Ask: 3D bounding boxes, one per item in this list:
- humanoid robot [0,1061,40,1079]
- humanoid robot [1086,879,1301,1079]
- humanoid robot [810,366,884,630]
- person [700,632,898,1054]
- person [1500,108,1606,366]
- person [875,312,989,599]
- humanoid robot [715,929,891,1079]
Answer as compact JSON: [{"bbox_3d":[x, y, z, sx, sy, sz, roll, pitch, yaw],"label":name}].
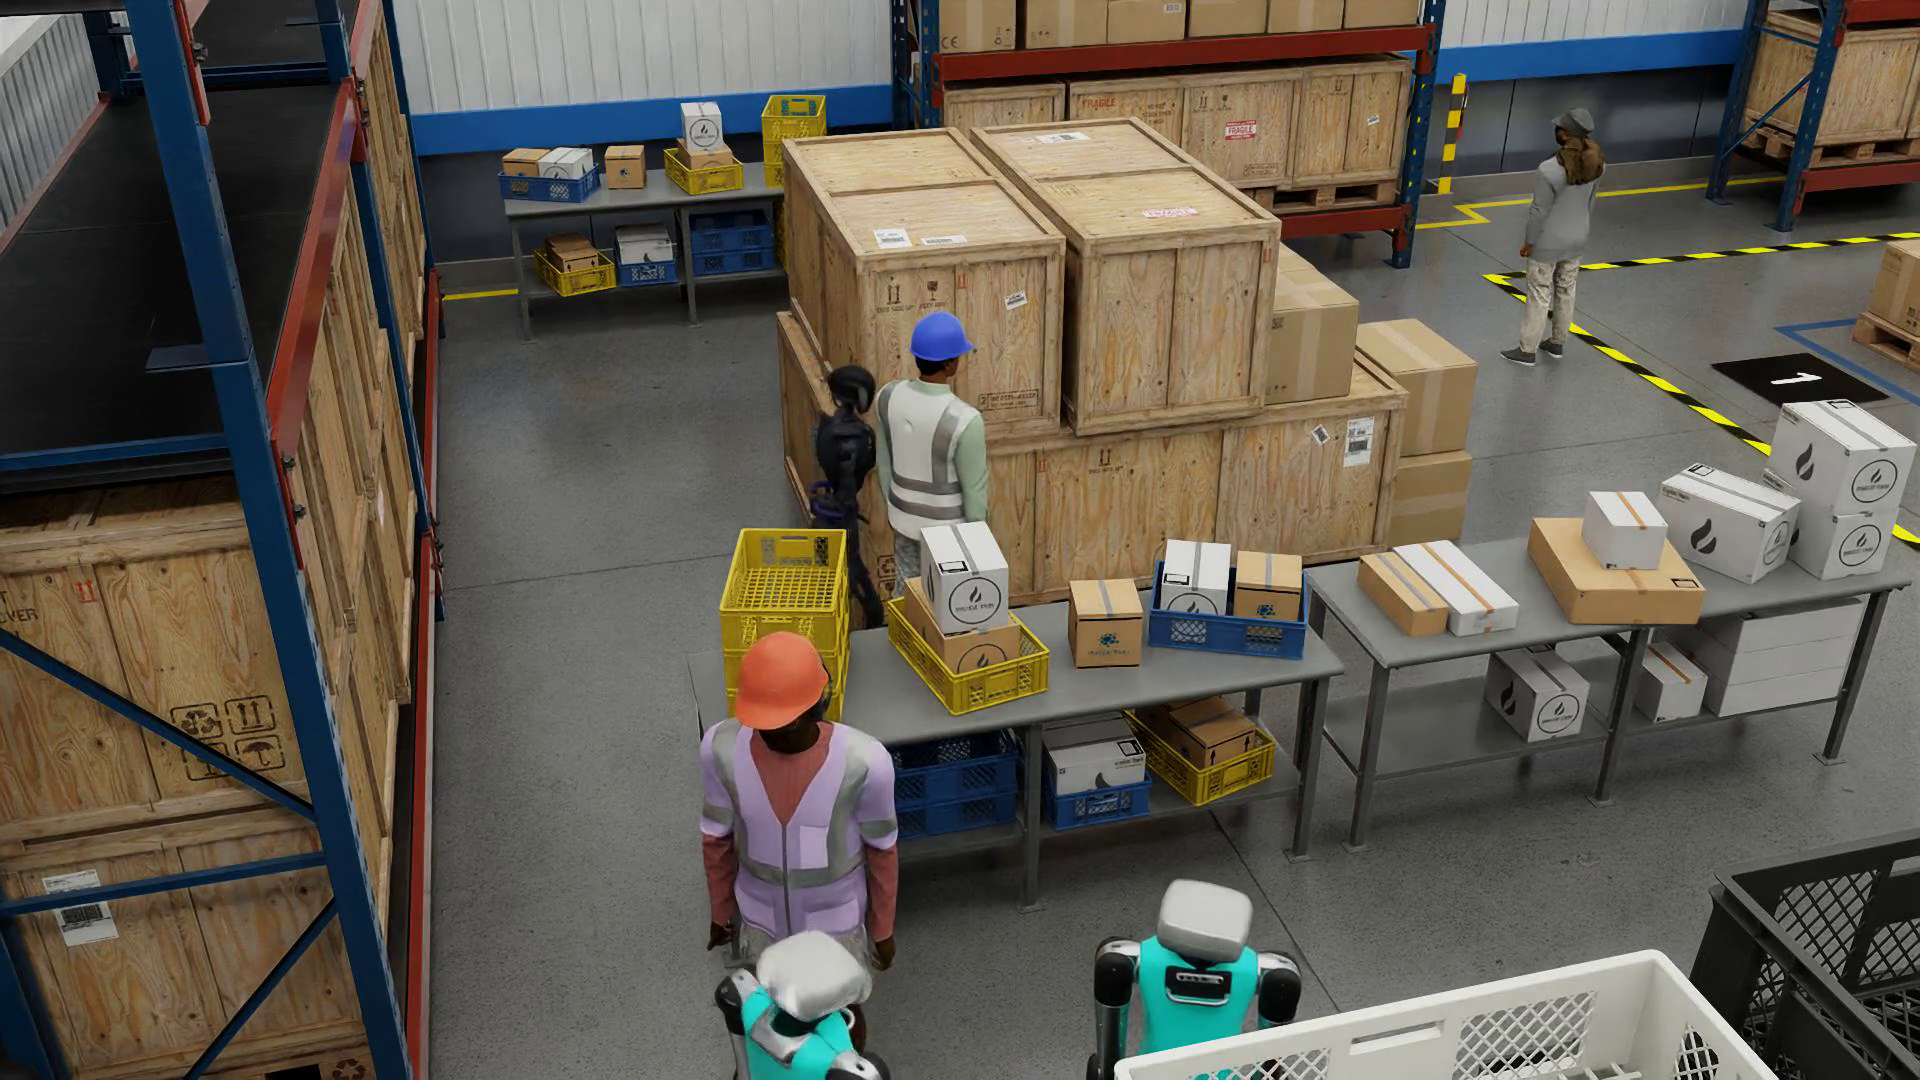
[{"bbox_3d":[-2.184,1.925,4.151,0.599,1.653,0.315,5,29,9],"label":"humanoid robot"},{"bbox_3d":[0.572,1.754,4.318,0.530,1.694,0.753,3,29,6],"label":"humanoid robot"},{"bbox_3d":[-0.527,-0.055,7.769,0.506,1.641,0.615,-3,29,-6],"label":"humanoid robot"},{"bbox_3d":[-0.500,1.161,5.173,0.613,2.040,0.391,5,29,8],"label":"person"},{"bbox_3d":[4.052,-2.043,11.269,0.563,1.769,0.398,-15,32,-25],"label":"person"},{"bbox_3d":[-0.113,-0.106,7.570,0.604,1.948,0.400,23,36,35],"label":"person"},{"bbox_3d":[-0.259,1.706,4.521,0.534,1.809,0.669,23,36,36],"label":"humanoid robot"}]
